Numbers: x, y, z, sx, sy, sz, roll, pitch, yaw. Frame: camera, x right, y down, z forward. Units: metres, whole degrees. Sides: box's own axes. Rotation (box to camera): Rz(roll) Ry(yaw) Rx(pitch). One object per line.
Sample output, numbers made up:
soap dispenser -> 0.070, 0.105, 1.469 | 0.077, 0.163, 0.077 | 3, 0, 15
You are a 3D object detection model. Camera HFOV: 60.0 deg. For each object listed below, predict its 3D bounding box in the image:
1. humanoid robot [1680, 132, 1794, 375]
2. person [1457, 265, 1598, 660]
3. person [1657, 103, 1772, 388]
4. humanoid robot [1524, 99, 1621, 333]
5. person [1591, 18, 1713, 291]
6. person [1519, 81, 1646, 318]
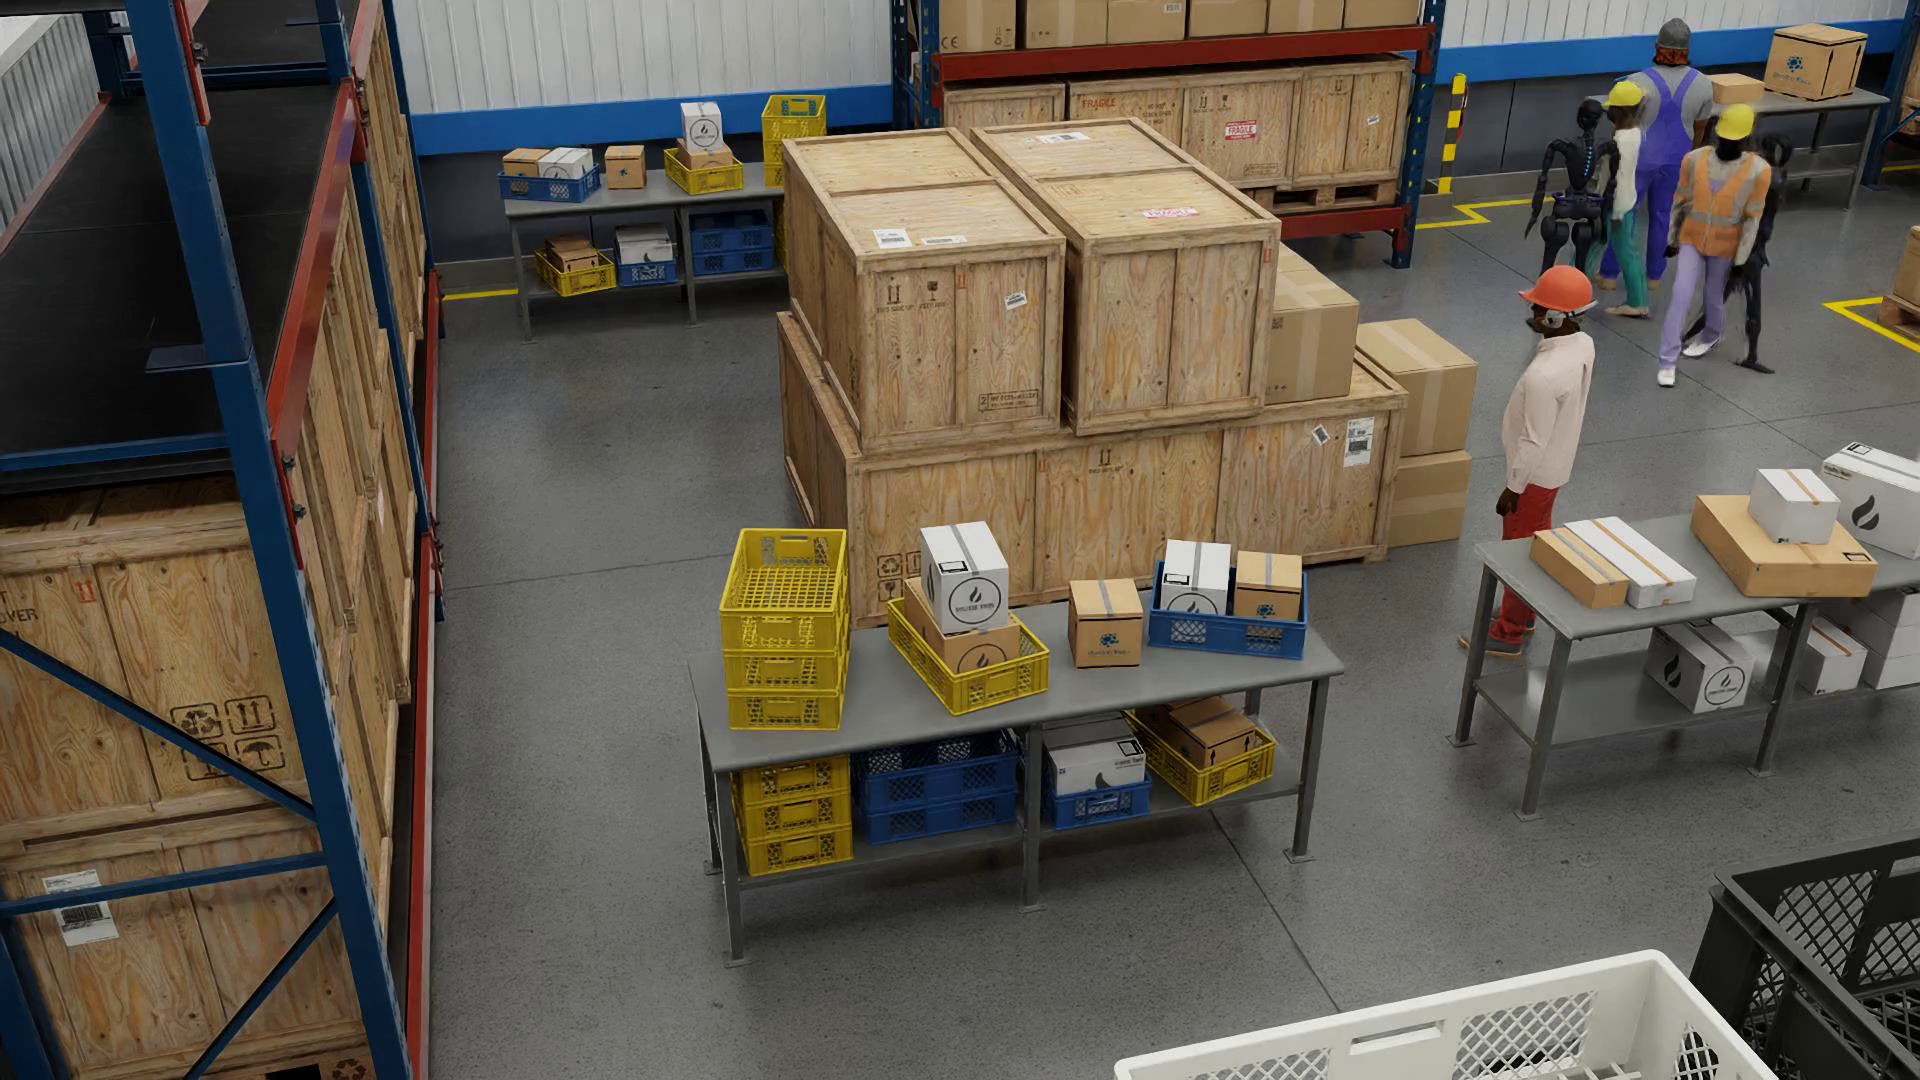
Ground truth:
humanoid robot -> 5.304, -1.959, 11.255 | 0.597, 1.628, 0.710 | -20, 34, -31
person -> 2.750, -0.357, 7.977 | 0.376, 1.995, 0.608 | 18, 34, 30
person -> 5.016, -2.012, 11.100 | 0.583, 1.884, 0.885 | 18, 34, 30
humanoid robot -> 4.343, -2.298, 11.825 | 0.581, 1.652, 0.323 | 1, 29, 1
person -> 5.183, -2.886, 12.521 | 0.674, 2.000, 0.536 | 2, 29, 3
person -> 4.674, -2.455, 12.065 | 0.877, 1.717, 0.527 | 15, 32, 25
